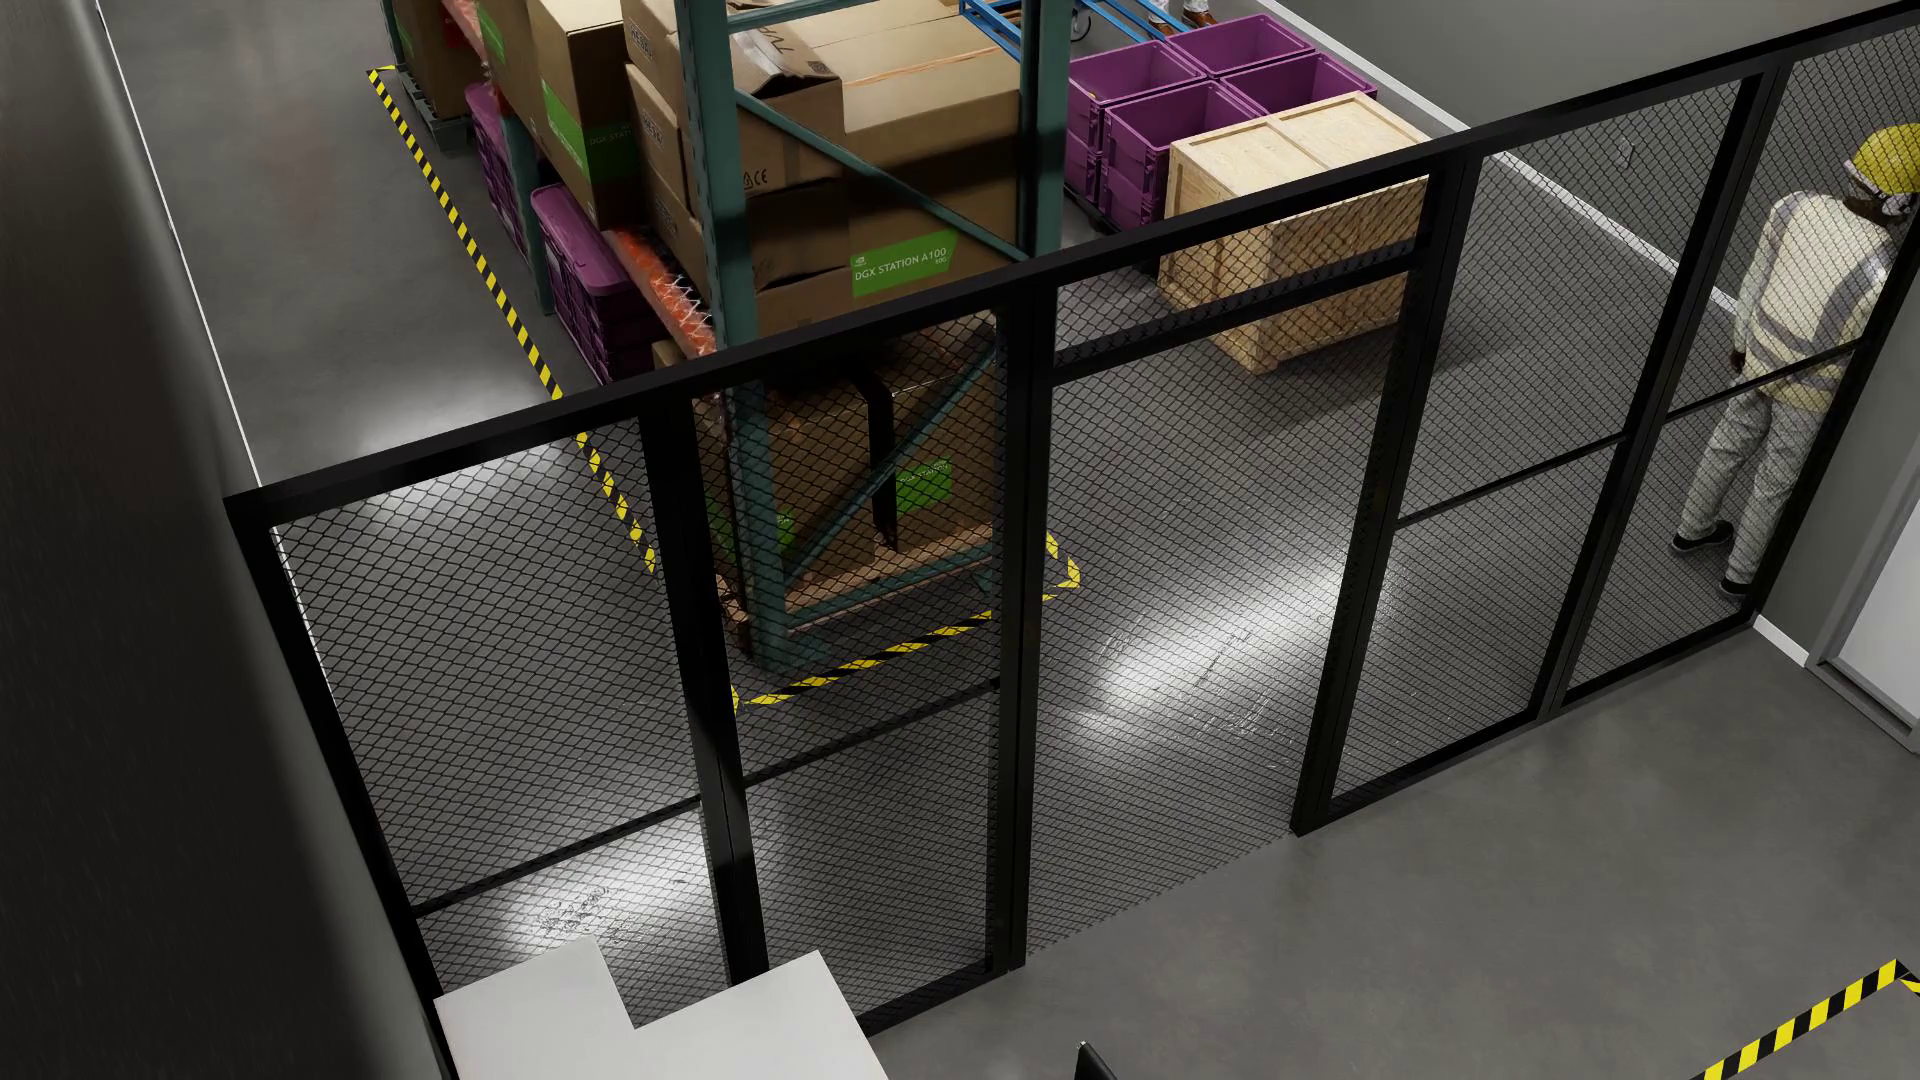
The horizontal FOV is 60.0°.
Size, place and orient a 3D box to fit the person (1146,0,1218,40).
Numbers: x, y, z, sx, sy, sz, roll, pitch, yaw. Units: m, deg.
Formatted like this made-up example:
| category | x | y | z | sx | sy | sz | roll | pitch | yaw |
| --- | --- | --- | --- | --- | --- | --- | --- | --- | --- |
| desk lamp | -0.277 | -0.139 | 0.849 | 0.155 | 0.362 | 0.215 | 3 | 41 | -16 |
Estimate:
| category | x | y | z | sx | sy | sz | roll | pitch | yaw |
| --- | --- | --- | --- | --- | --- | --- | --- | --- | --- |
| person | 1.286 | -3.621 | 8.906 | 0.635 | 1.937 | 0.354 | -22 | 47 | -22 |

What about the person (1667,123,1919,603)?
| category | x | y | z | sx | sy | sz | roll | pitch | yaw |
| --- | --- | --- | --- | --- | --- | --- | --- | --- | --- |
| person | 2.872 | -0.576 | 5.653 | 0.404 | 1.830 | 0.599 | -14 | 44 | -15 |
